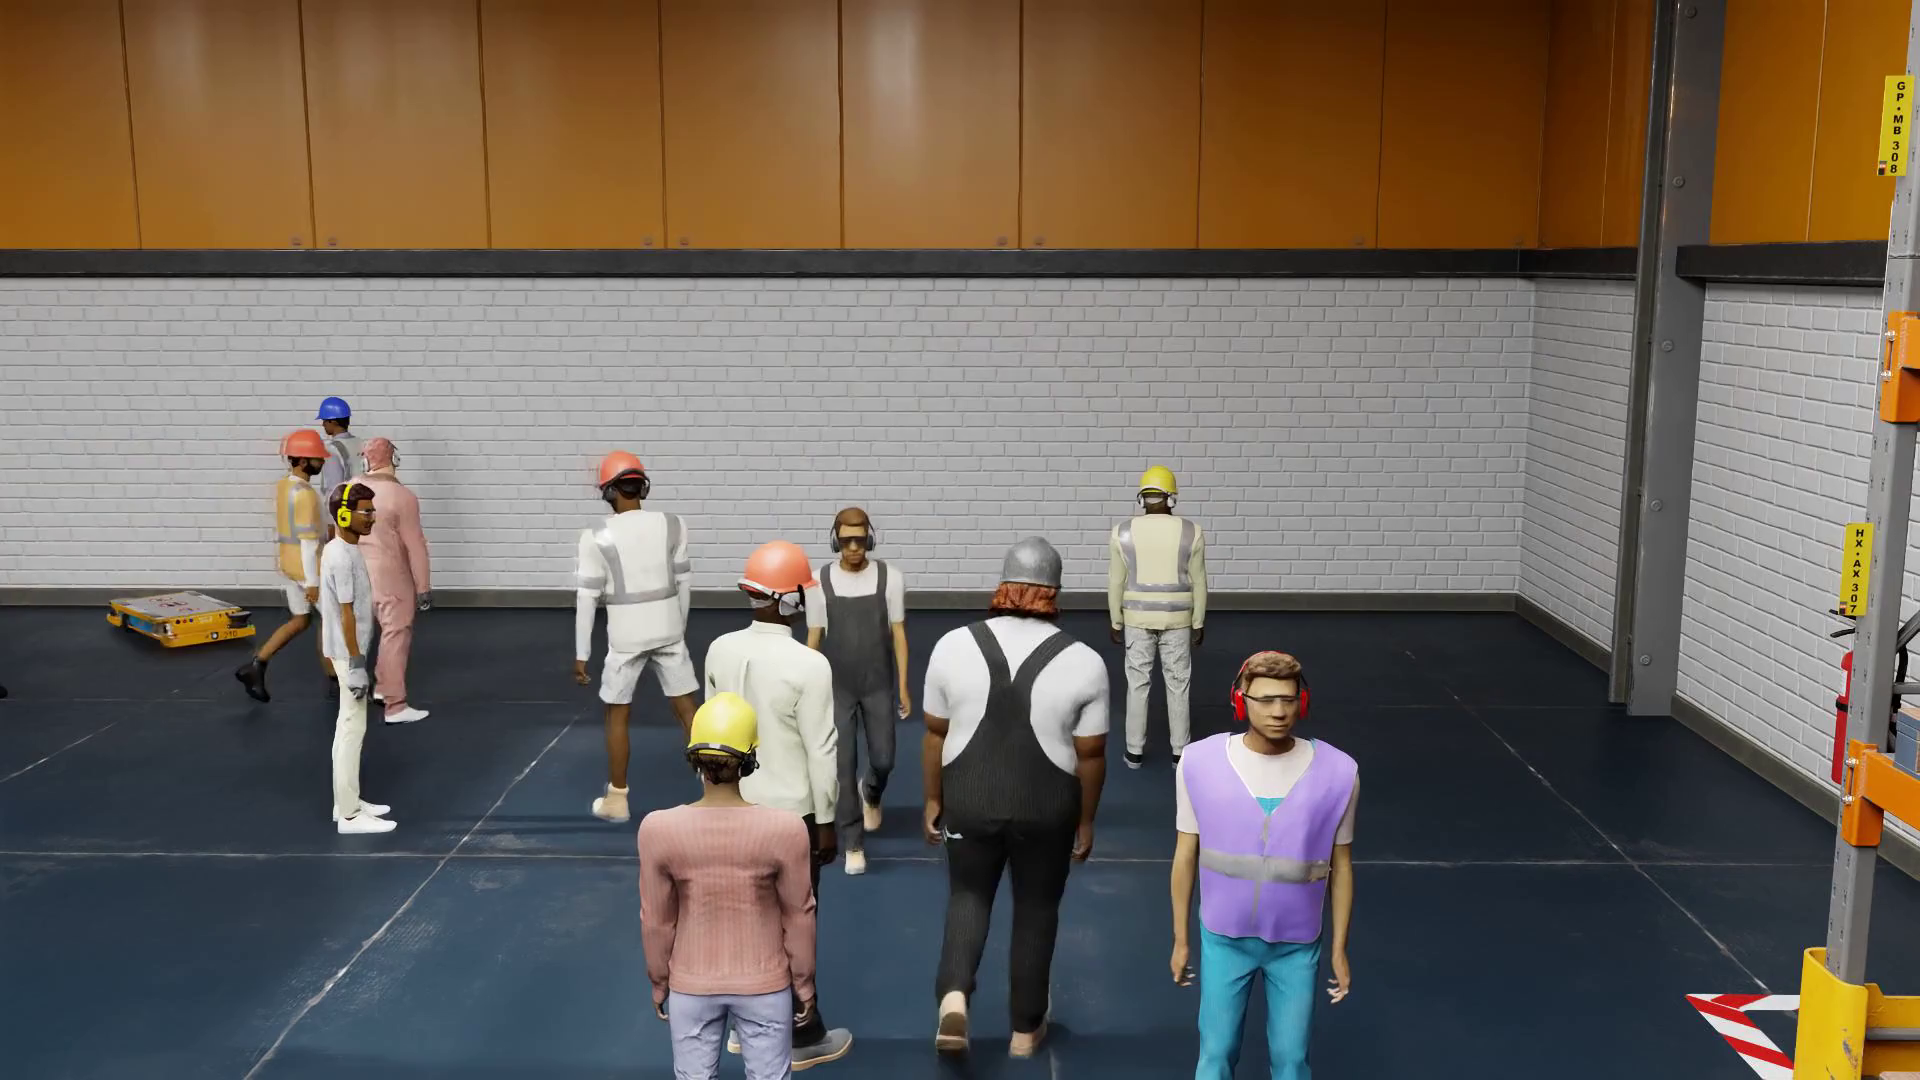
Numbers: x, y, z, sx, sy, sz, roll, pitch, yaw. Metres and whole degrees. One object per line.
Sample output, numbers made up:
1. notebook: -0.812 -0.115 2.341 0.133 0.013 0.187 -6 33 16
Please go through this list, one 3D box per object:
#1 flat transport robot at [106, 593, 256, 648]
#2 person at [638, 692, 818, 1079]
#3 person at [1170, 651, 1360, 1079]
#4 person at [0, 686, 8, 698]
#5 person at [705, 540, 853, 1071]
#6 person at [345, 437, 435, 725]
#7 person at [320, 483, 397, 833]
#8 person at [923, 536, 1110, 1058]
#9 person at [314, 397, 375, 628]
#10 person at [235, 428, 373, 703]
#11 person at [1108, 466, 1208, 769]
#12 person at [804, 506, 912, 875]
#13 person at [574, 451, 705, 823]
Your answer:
1. flat transport robot: -6.382 0.629 13.592 1.431 0.197 0.652 9 13 44
2. person: -0.685 1.323 4.973 0.525 1.769 0.308 0 9 1
3. person: 0.943 1.241 5.210 0.568 1.849 0.386 1 10 8
4. person: -6.884 0.171 11.355 0.542 1.939 0.356 -1 9 -4
5. person: -0.690 0.990 6.282 0.612 1.994 0.395 7 12 36
6. person: -3.748 0.264 10.958 0.693 1.881 0.479 5 11 28
7. person: -3.229 0.624 8.862 0.313 1.864 0.530 -4 10 -23
8. person: 0.207 0.976 6.224 0.716 2.000 0.686 2 10 11
9. person: -4.989 -0.190 13.490 0.394 1.945 0.615 1 10 5
10. person: -4.523 0.187 11.360 0.827 1.912 0.555 -8 12 -40
11. person: 1.178 0.467 9.927 0.586 1.823 0.403 1 10 7
12. person: -0.513 0.724 8.364 0.535 1.834 0.585 -1 10 -6
13. person: -1.664 0.534 8.974 0.841 2.012 0.620 -5 11 -27
